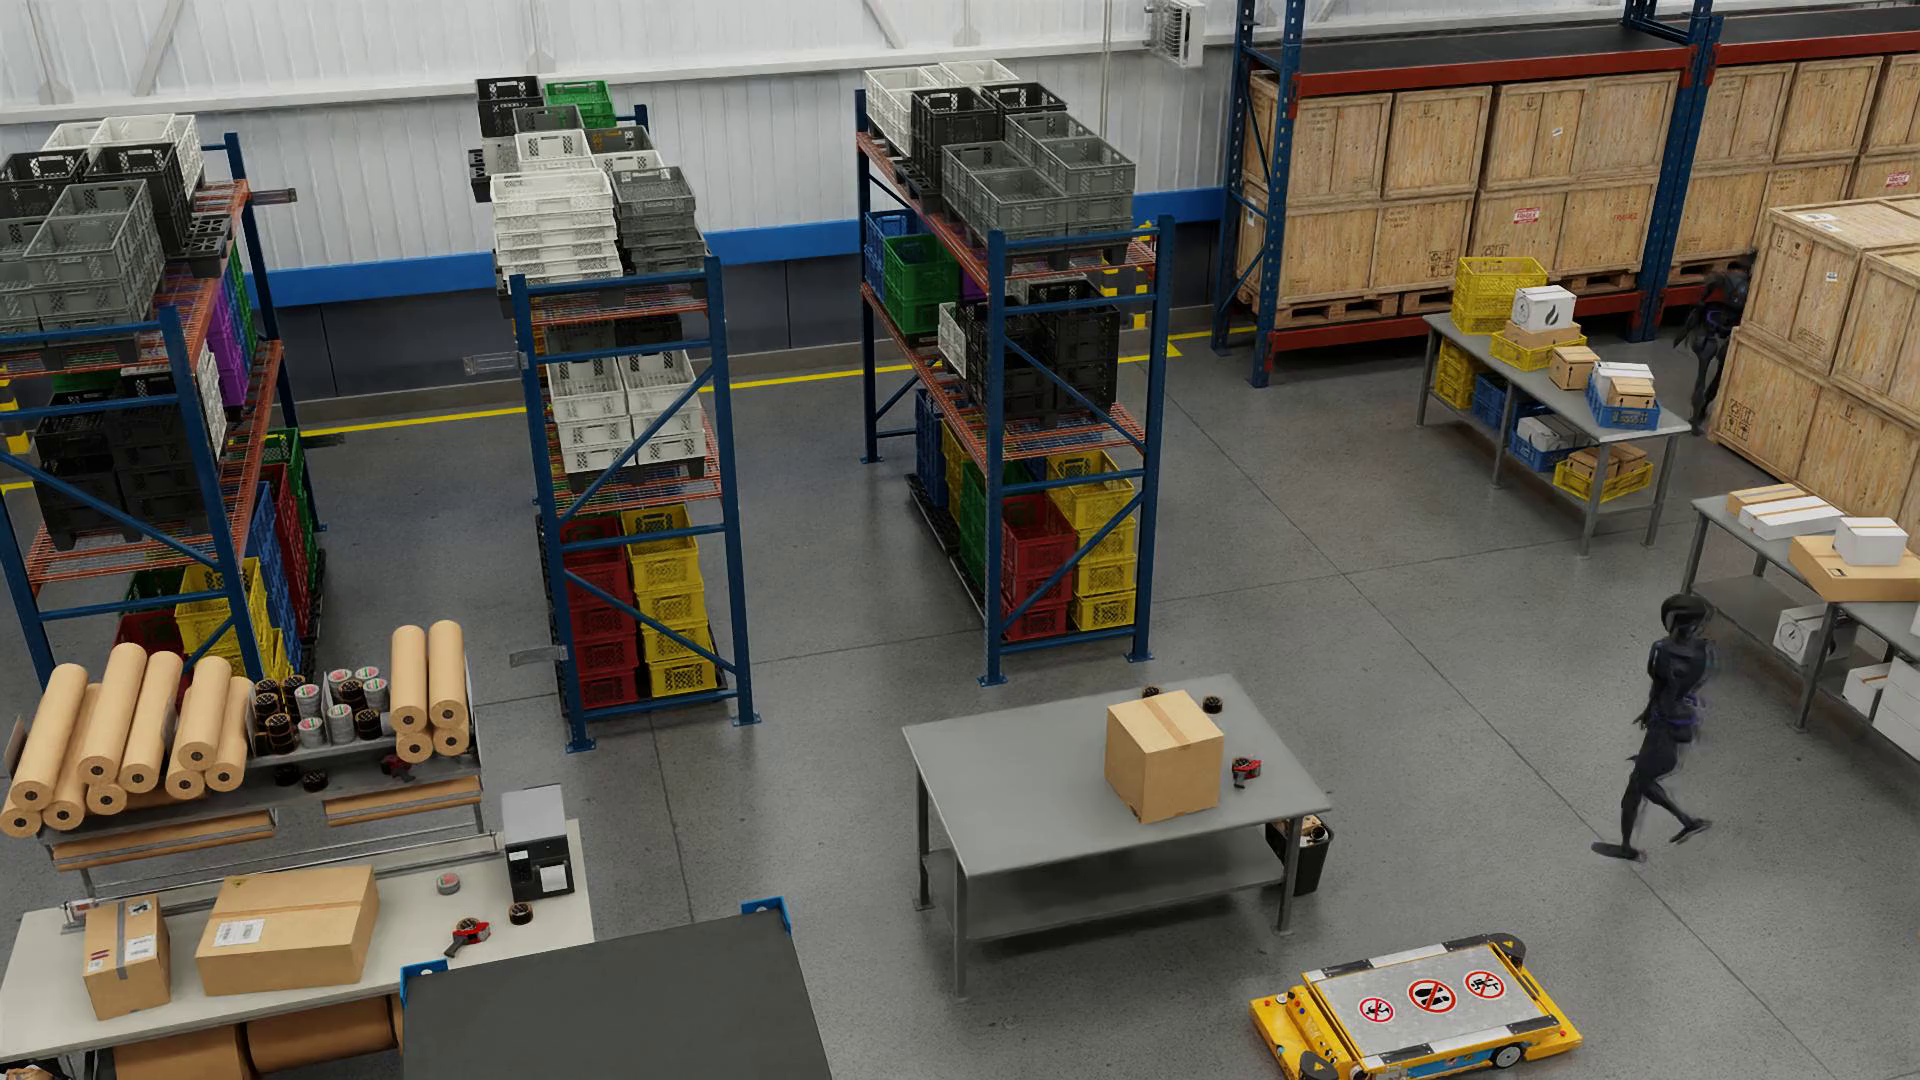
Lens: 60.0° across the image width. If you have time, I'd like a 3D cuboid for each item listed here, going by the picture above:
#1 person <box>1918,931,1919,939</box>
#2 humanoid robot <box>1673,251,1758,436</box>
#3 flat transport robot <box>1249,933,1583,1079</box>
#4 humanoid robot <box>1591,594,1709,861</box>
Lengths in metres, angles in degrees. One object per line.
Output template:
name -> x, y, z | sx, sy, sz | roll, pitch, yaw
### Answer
person -> 5.166, 1.227, 8.253 | 0.355, 1.883, 0.573 | 19, 34, 30
humanoid robot -> 6.262, -1.638, 13.724 | 0.644, 1.620, 0.713 | 9, 30, 16
flat transport robot -> 2.184, 2.282, 7.980 | 1.431, 0.197, 0.652 | -8, 30, -14
humanoid robot -> 3.790, 1.021, 8.859 | 0.472, 1.642, 0.594 | 13, 31, 22
